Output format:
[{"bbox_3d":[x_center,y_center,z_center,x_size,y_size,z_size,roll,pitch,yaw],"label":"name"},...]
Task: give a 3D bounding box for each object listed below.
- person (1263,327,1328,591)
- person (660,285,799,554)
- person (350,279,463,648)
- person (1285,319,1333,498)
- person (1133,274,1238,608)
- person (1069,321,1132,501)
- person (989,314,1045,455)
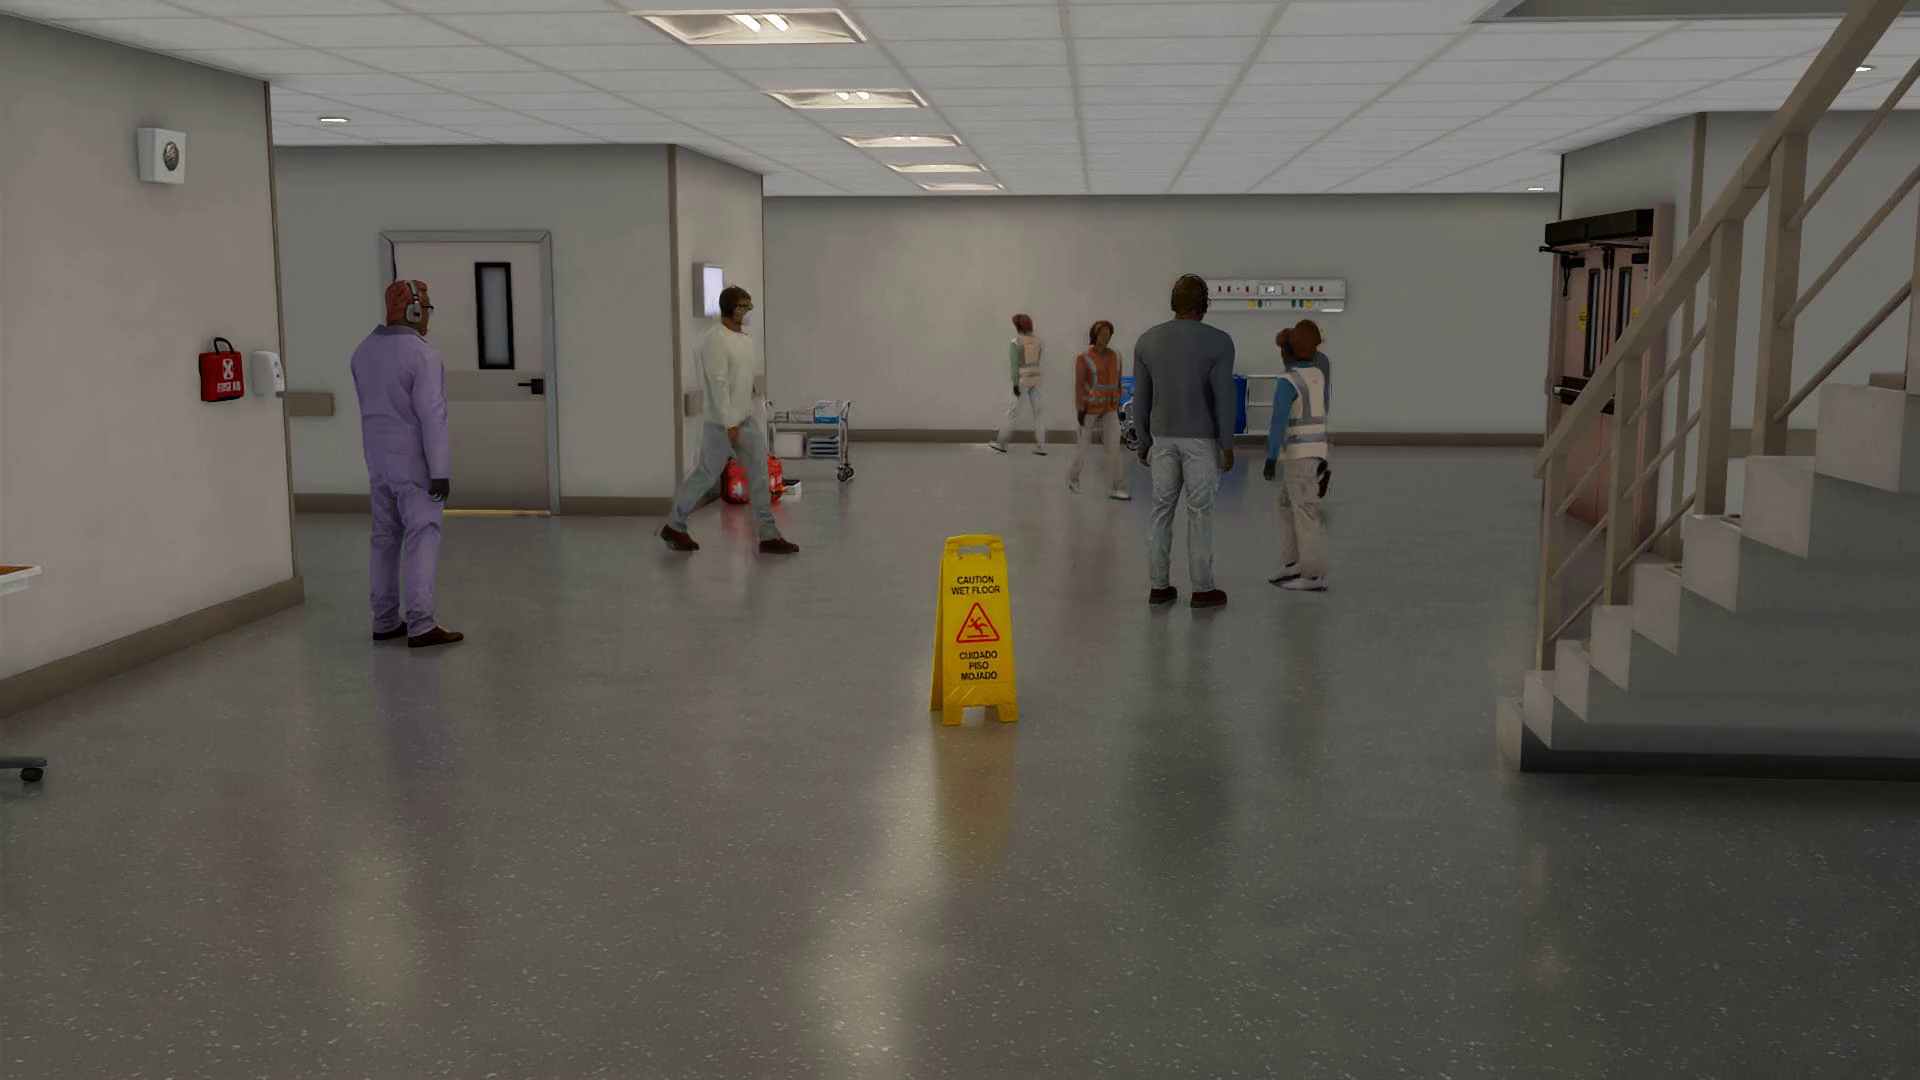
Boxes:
[{"bbox_3d":[2.066,-0.499,10.277,0.533,1.612,0.612,6,10,35],"label":"person"},{"bbox_3d":[-1.669,-0.838,11.684,1.005,1.897,0.635,3,9,21],"label":"person"},{"bbox_3d":[-2.858,-0.396,8.658,0.650,1.900,0.398,6,10,35],"label":"person"},{"bbox_3d":[2.979,-1.075,14.197,0.614,1.615,0.507,-5,10,-29],"label":"person"},{"bbox_3d":[1.315,-0.573,9.705,0.637,1.938,0.355,5,10,32],"label":"person"},{"bbox_3d":[1.230,-1.175,14.965,0.534,1.594,0.870,-4,9,-27],"label":"person"},{"bbox_3d":[0.698,-1.778,19.056,0.513,1.600,0.821,-6,10,-37],"label":"person"}]
